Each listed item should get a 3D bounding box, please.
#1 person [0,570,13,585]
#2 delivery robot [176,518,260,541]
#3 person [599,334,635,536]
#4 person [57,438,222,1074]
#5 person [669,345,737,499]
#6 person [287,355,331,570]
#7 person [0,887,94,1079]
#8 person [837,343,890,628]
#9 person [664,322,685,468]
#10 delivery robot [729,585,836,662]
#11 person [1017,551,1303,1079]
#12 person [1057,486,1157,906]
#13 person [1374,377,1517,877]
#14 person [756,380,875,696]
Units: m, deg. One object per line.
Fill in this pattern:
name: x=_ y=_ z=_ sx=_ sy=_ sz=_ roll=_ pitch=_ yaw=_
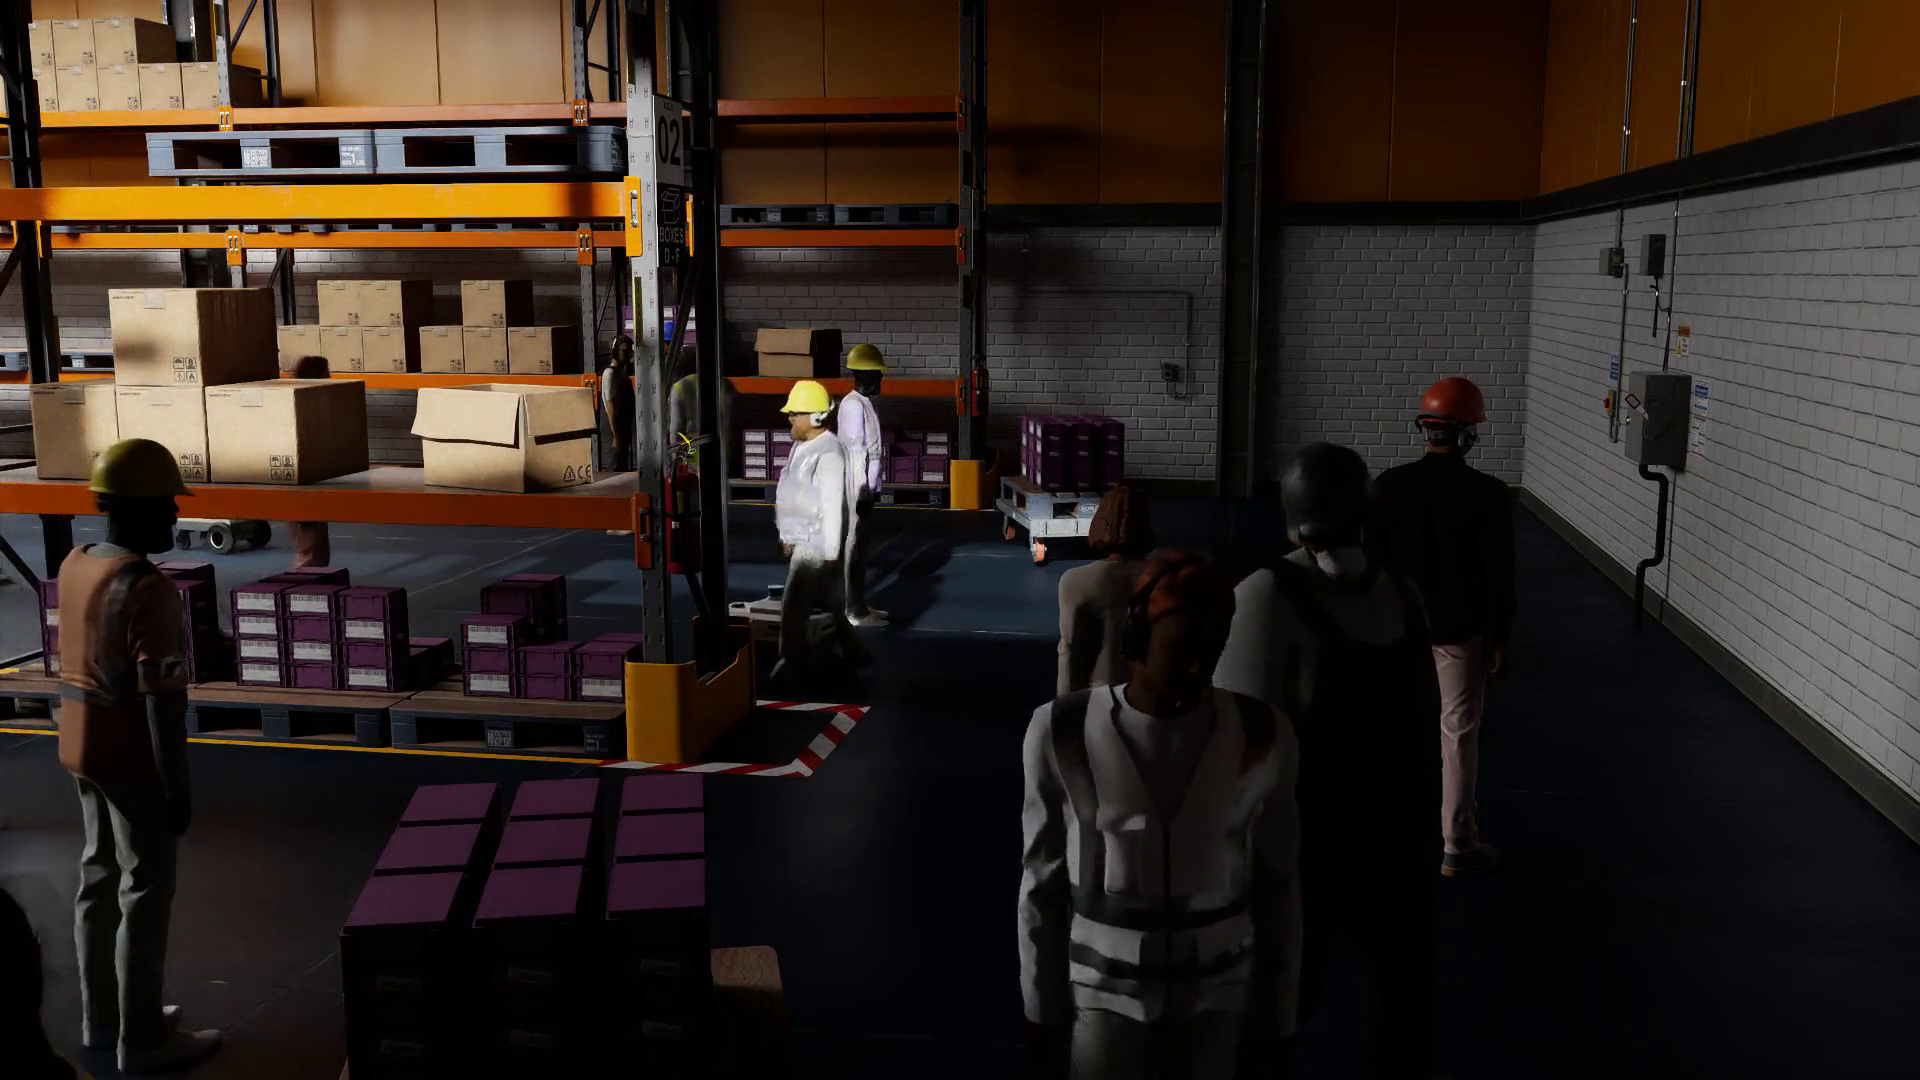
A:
person: x=-7.703 y=-0.555 z=12.619 sx=0.758 sy=1.906 sz=0.393 roll=-3 pitch=10 yaw=-17
delivery robot: x=-6.444 y=-0.231 z=14.426 sx=0.707 sy=0.478 sz=0.477 roll=4 pitch=10 yaw=21
person: x=-3.124 y=-0.965 z=15.287 sx=0.351 sy=1.842 sz=0.507 roll=0 pitch=9 yaw=1
person: x=-2.493 y=0.649 z=5.070 sx=0.583 sy=1.915 sz=0.430 roll=7 pitch=11 yaw=36
person: x=-2.136 y=-0.701 z=13.756 sx=0.613 sy=1.817 sz=0.449 roll=-6 pitch=11 yaw=-31
person: x=-4.328 y=-0.264 z=10.965 sx=0.434 sy=1.896 sz=0.683 roll=-5 pitch=11 yaw=-29
person: x=-0.982 y=1.222 z=1.823 sx=0.892 sy=1.811 sz=0.635 roll=-6 pitch=11 yaw=-34
person: x=-0.654 y=-0.372 z=11.342 sx=0.368 sy=1.927 sz=0.589 roll=0 pitch=9 yaw=-2
person: x=-2.645 y=-1.058 z=15.536 sx=0.406 sy=1.945 sz=0.613 roll=1 pitch=9 yaw=3
delivery robot: x=-1.080 y=0.510 z=9.828 sx=0.707 sy=0.478 sz=0.477 roll=4 pitch=10 yaw=21
person: x=0.409 y=0.929 z=3.487 sx=0.581 sy=1.863 sz=0.489 roll=0 pitch=9 yaw=0
person: x=0.595 y=0.613 z=6.139 sx=0.500 sy=1.633 sz=0.279 roll=-2 pitch=9 yaw=-12
person: x=1.929 y=0.346 z=6.677 sx=0.622 sy=1.994 sz=0.381 roll=8 pitch=12 yaw=41
person: x=-0.844 y=-0.025 z=9.578 sx=0.780 sy=1.805 sz=0.595 roll=-3 pitch=10 yaw=-17
